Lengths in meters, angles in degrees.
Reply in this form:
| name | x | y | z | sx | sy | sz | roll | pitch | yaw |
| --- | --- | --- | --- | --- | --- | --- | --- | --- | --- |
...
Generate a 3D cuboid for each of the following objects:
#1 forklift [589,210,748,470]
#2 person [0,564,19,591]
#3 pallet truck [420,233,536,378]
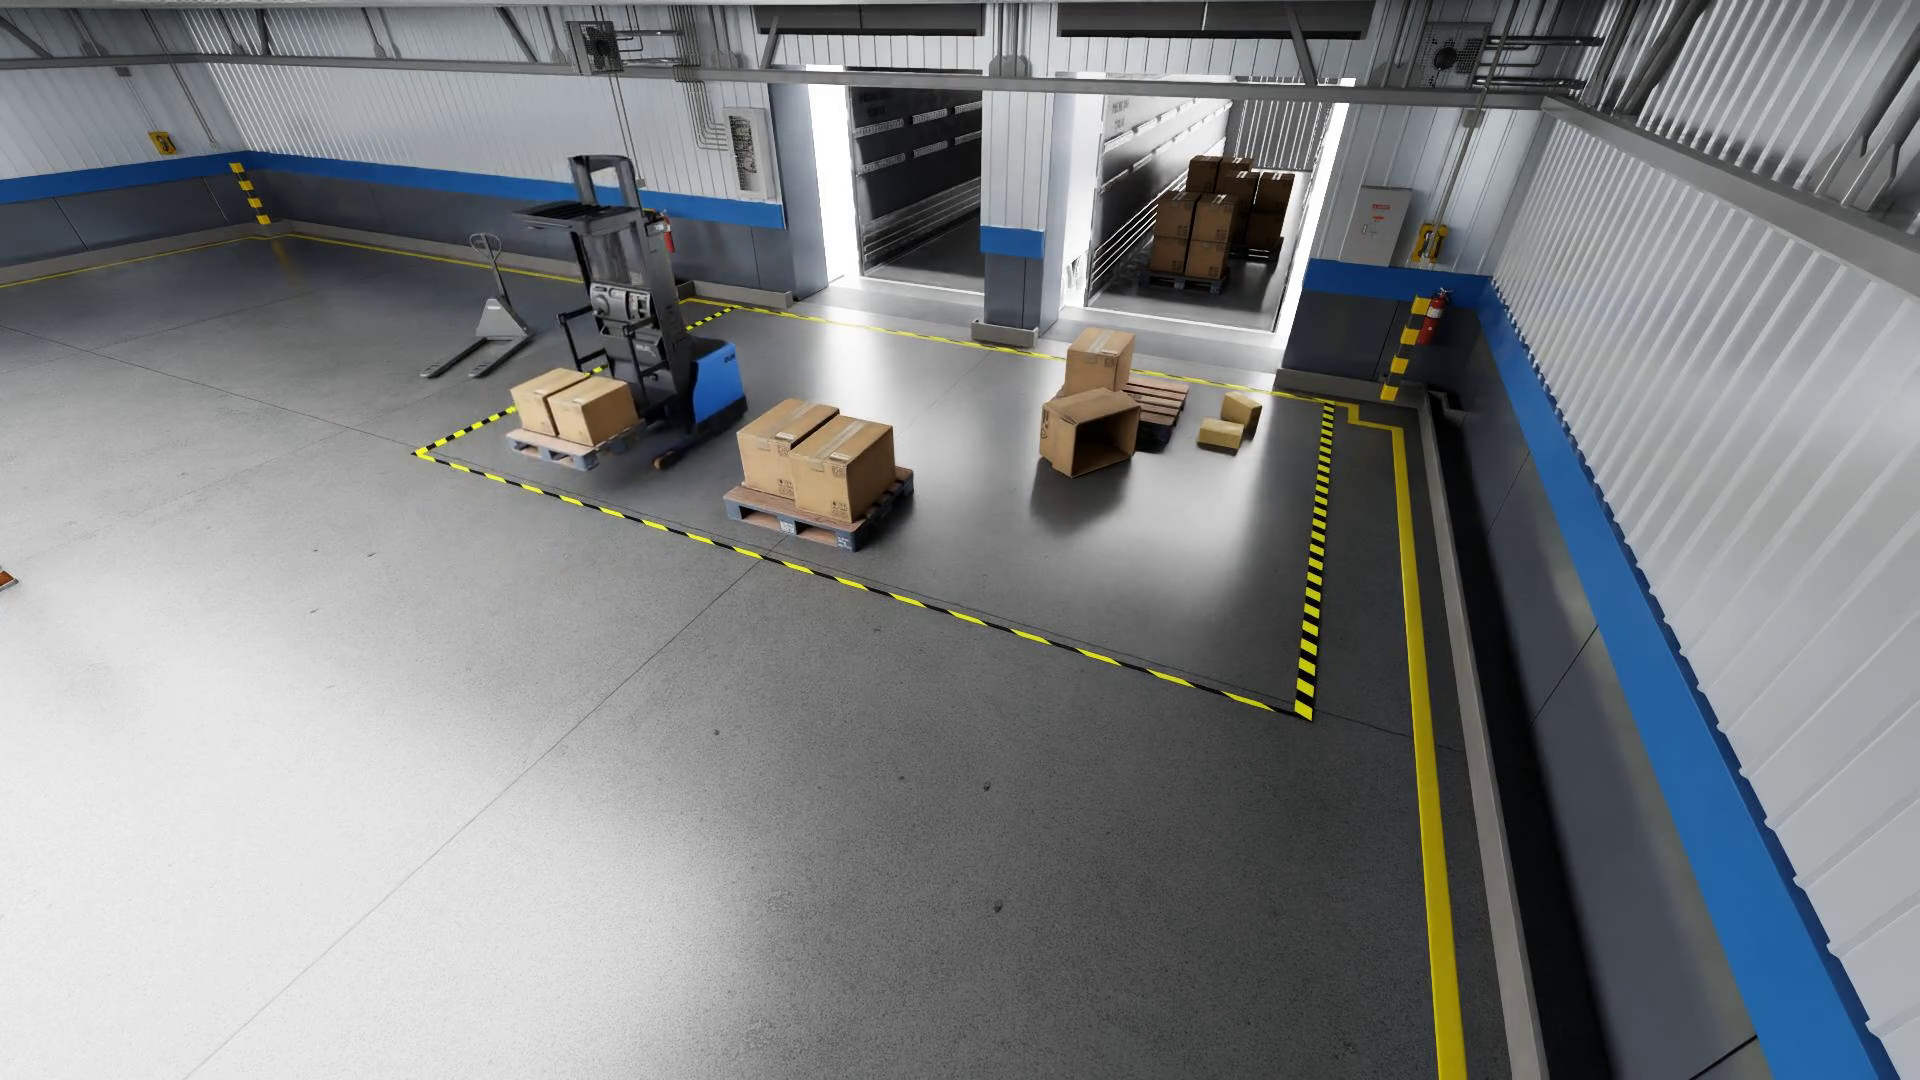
| name | x | y | z | sx | sy | sz | roll | pitch | yaw |
| --- | --- | --- | --- | --- | --- | --- | --- | --- | --- |
| forklift | -2.640 | -1.956 | 6.675 | 0.716 | 2.013 | 0.776 | 15 | 38 | 20 |
| person | -6.909 | -0.450 | 4.642 | 0.601 | 1.948 | 0.384 | 16 | 39 | 22 |
| pallet truck | -5.664 | -2.712 | 8.427 | 0.680 | 1.201 | 1.601 | 0 | 35 | -1 |
